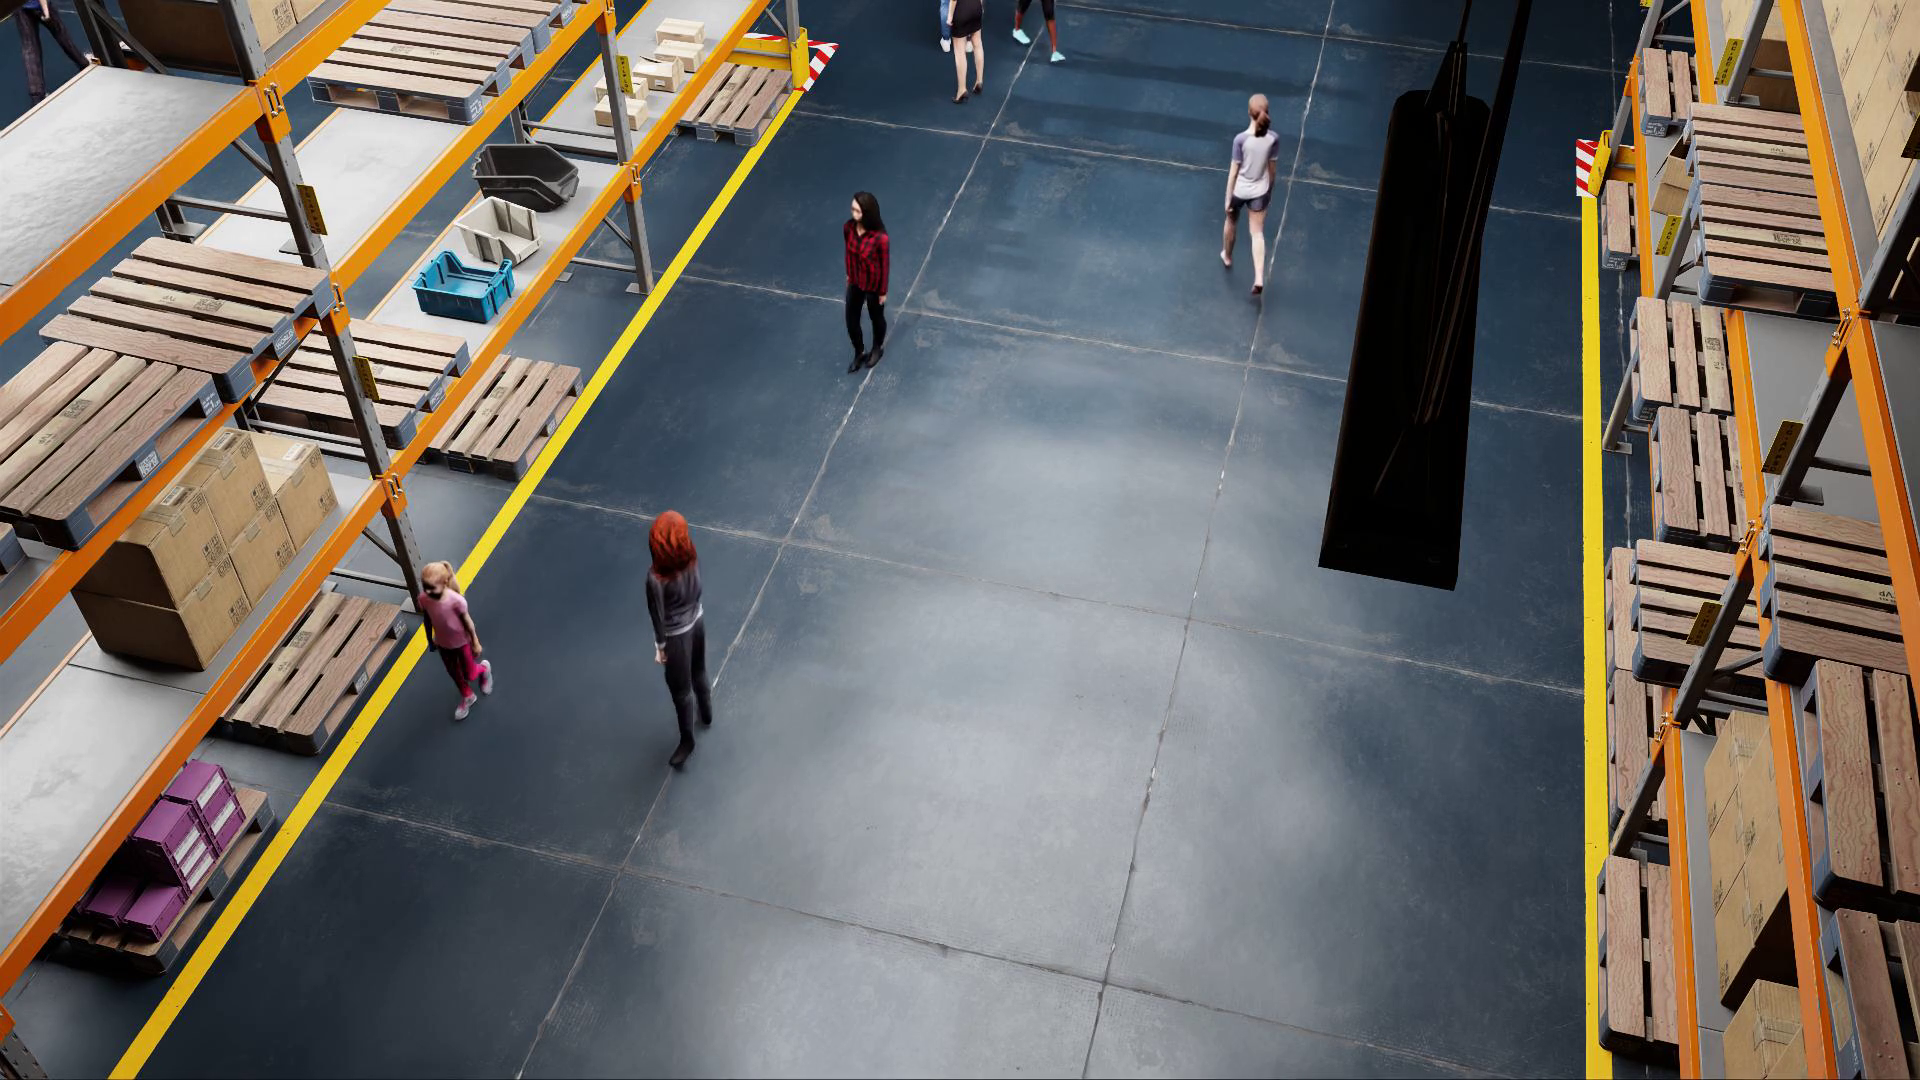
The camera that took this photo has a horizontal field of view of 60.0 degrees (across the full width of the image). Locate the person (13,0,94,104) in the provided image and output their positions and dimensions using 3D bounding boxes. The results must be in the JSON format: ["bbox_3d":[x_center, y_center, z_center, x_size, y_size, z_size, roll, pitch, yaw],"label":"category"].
[{"bbox_3d":[-9.213,-5.208,16.405,0.886,1.812,1.293,1,44,1],"label":"person"}]

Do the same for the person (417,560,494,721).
[{"bbox_3d":[-3.238,0.595,10.710,0.524,1.266,0.627,7,44,7],"label":"person"}]

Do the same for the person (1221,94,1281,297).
[{"bbox_3d":[2.458,-2.876,14.014,0.805,1.734,1.139,-2,44,-2],"label":"person"}]

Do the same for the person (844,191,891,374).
[{"bbox_3d":[-0.686,-2.099,13.263,0.670,1.645,0.693,23,48,22],"label":"person"}]

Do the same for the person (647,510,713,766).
[{"bbox_3d":[-1.745,0.602,10.348,0.900,1.754,0.539,11,45,11],"label":"person"}]

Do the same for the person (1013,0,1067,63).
[{"bbox_3d":[0.716,-5.804,17.141,1.048,1.659,1.147,-22,48,-21],"label":"person"}]

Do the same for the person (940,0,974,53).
[{"bbox_3d":[-0.031,-5.918,17.150,0.715,1.811,0.643,3,44,3],"label":"person"}]

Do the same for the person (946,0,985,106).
[{"bbox_3d":[0.058,-5.173,16.376,0.628,1.802,0.736,-31,52,-29],"label":"person"}]
